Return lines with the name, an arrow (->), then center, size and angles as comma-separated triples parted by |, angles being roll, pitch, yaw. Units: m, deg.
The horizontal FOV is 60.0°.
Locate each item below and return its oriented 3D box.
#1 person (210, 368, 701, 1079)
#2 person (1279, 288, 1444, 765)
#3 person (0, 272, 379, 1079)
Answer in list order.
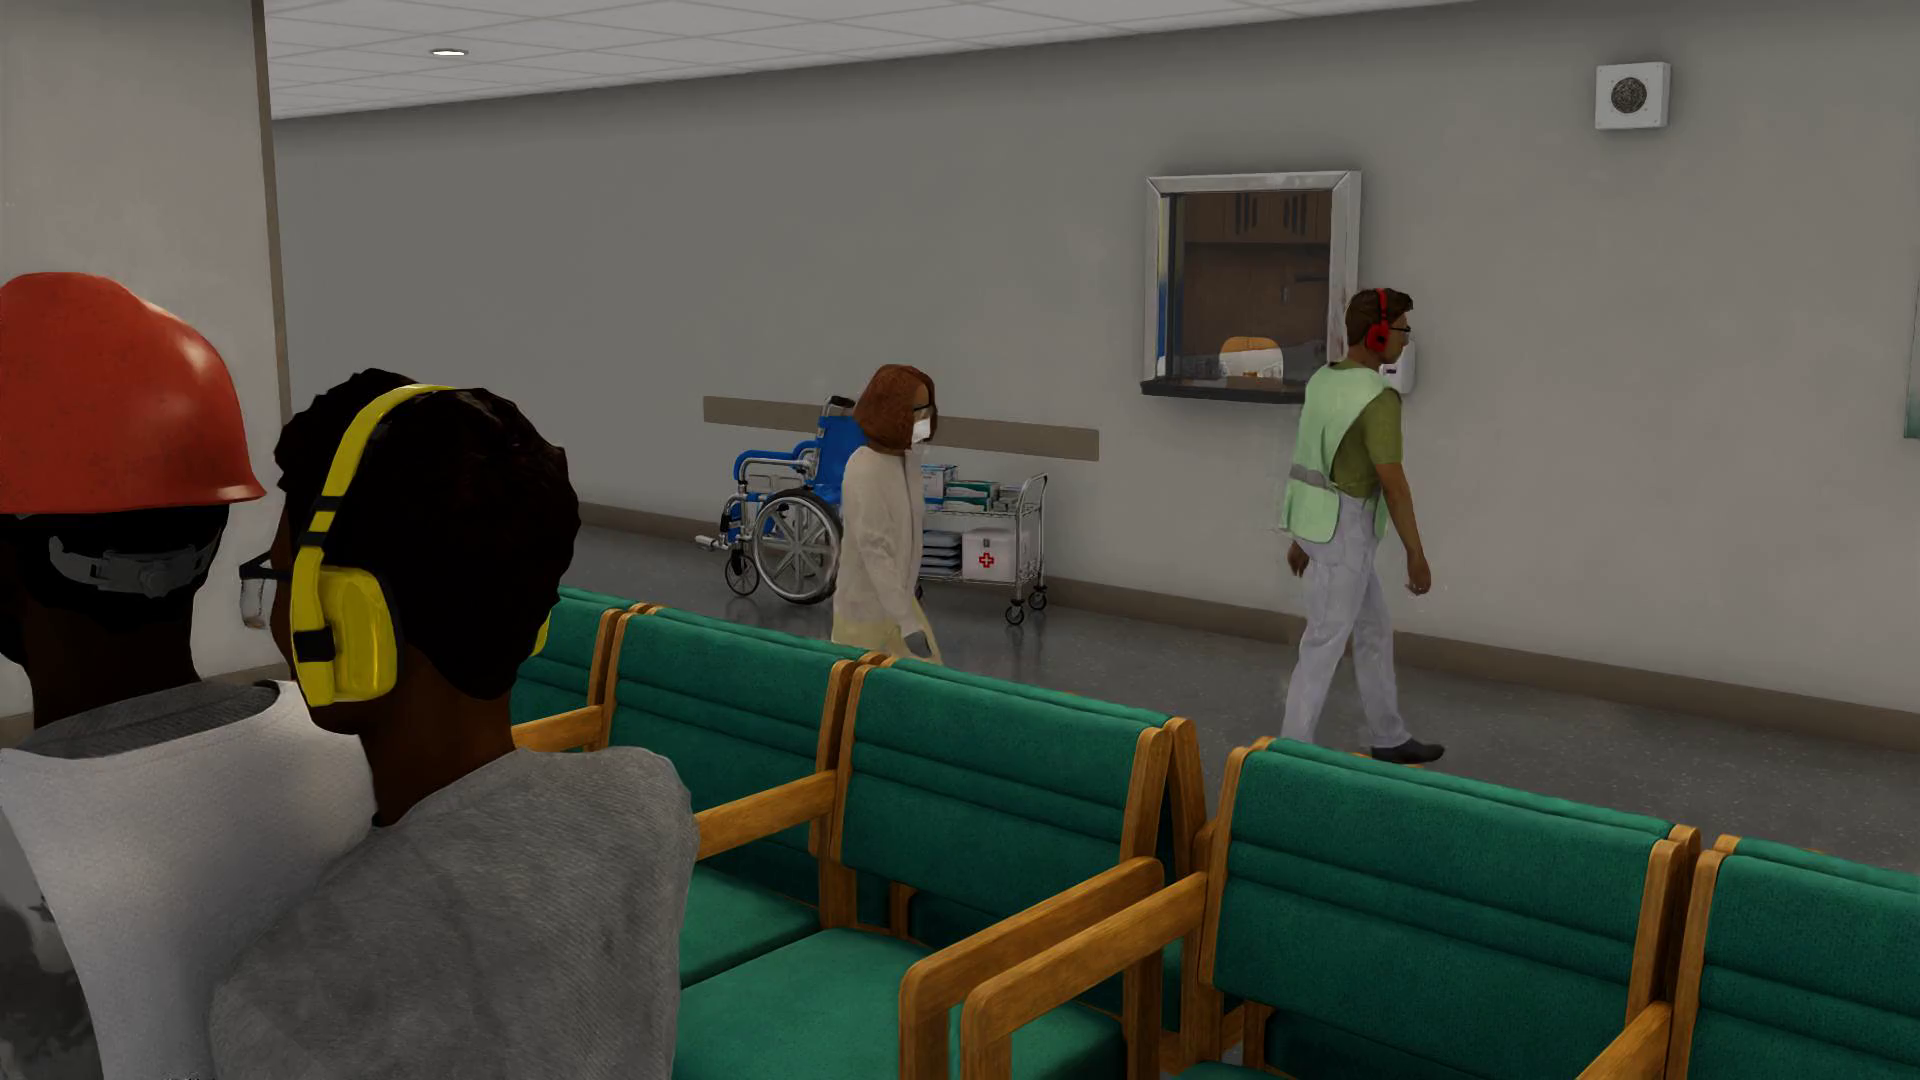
person -> -0.394, 0.799, 1.355 | 0.329, 1.872, 0.507 | 3, 10, 18
person -> 1.507, 0.011, 5.997 | 0.837, 1.807, 0.577 | -1, 10, -8
person -> -0.662, 0.754, 1.415 | 0.374, 1.939, 0.545 | 6, 12, 32
